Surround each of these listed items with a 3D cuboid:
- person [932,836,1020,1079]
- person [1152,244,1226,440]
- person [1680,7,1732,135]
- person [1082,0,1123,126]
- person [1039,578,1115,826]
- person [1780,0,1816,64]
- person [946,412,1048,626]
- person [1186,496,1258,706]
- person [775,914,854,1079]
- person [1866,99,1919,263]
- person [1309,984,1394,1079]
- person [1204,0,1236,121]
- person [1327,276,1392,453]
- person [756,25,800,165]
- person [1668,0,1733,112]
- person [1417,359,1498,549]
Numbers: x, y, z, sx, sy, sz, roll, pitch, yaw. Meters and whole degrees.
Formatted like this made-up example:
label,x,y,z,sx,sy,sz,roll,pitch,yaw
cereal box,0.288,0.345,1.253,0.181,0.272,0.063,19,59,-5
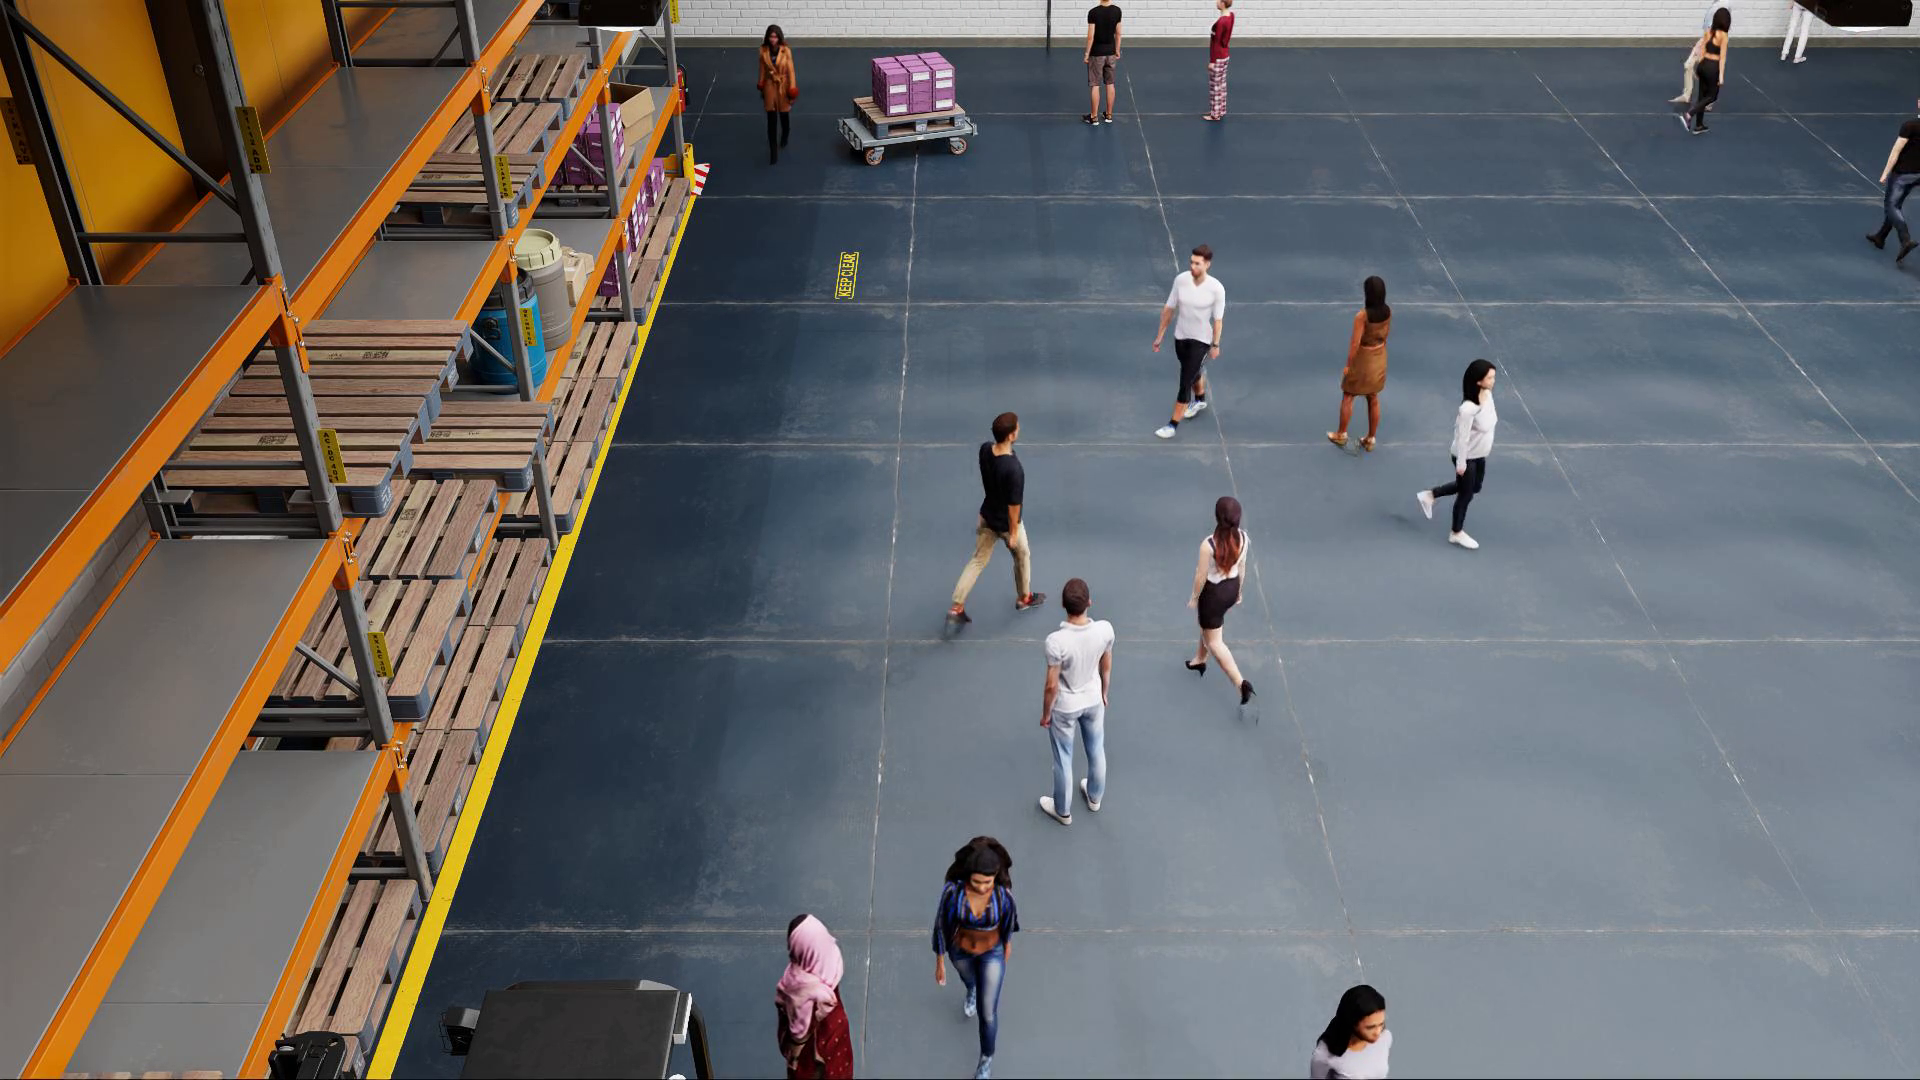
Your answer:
label,x,y,z,sx,sy,sz,roll,pitch,yaw
person,0.084,2.236,9.256,0.696,1.575,1.066,3,34,5
person,2.170,-1.863,15.213,1.169,1.808,1.291,25,41,32
person,9.737,-6.099,21.768,0.864,1.607,0.861,-12,35,-17
person,1.888,-6.469,22.095,0.766,1.861,0.720,-13,36,-19
person,0.757,1.058,10.778,0.724,1.852,0.705,-15,36,-21
person,12.399,-7.871,24.376,0.688,1.670,0.742,27,42,35
person,0.224,-0.119,12.577,1.173,1.821,1.161,-26,41,-33
person,1.884,0.467,11.875,0.914,1.623,1.082,-20,39,-27
person,-0.753,2.566,8.702,0.811,1.639,0.690,15,36,21
person,10.530,-4.013,18.387,0.802,1.876,1.164,-5,34,-8
person,1.839,2.802,8.271,0.799,1.723,0.926,-13,36,-18
person,3.478,-6.480,22.259,0.742,1.698,0.602,16,37,22
person,3.651,-1.535,14.837,0.742,1.678,0.800,-17,37,-24
person,-2.299,-5.671,21.070,0.721,1.666,1.186,2,34,4
person,10.237,-6.685,22.451,0.771,1.826,0.762,6,34,8
person,4.091,-0.723,13.609,0.944,1.685,0.913,23,40,31
